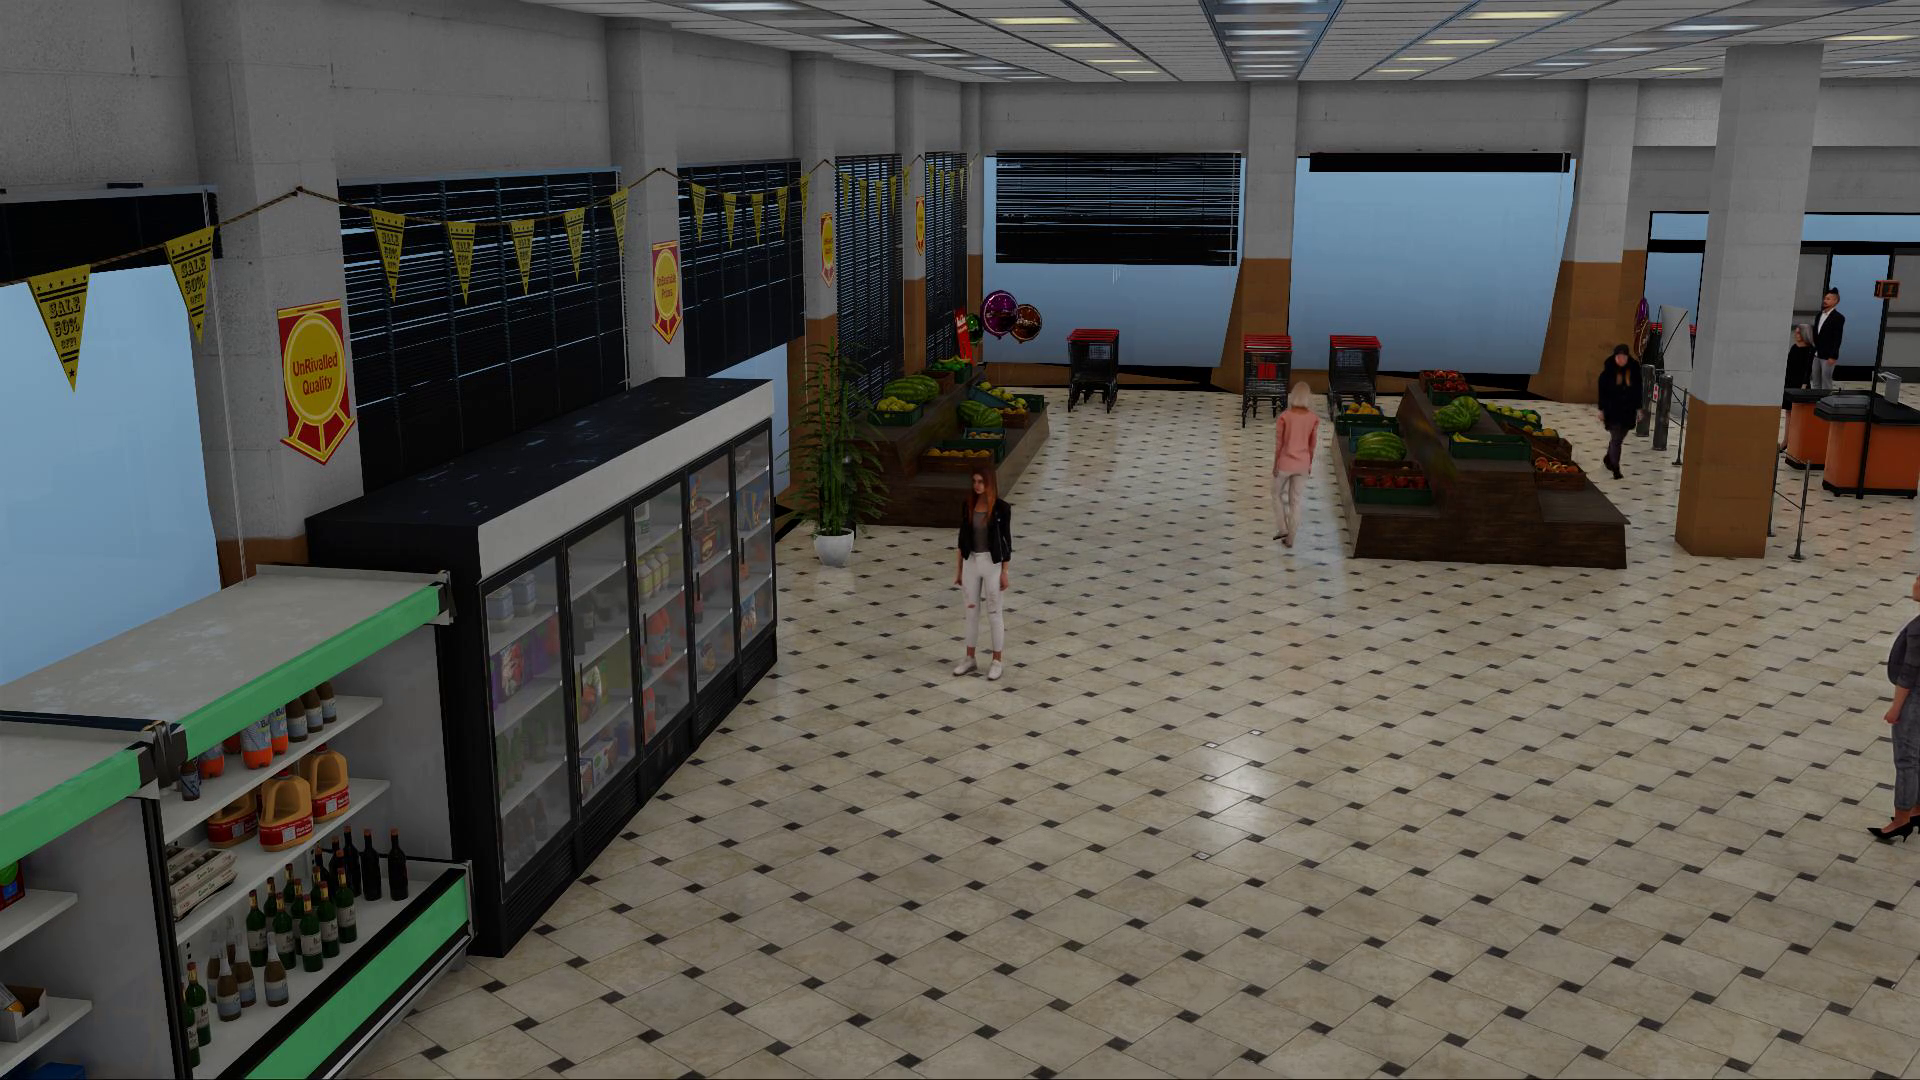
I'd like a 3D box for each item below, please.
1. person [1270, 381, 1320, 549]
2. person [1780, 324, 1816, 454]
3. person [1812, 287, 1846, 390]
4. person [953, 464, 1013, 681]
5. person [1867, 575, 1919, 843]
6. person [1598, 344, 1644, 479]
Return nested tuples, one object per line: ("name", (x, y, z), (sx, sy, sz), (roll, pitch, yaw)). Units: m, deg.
("person", (3.442, -0.753, 17.027), (0.682, 1.711, 0.673), (-2, 14, -7))
("person", (11.114, -2.006, 22.113), (0.739, 1.747, 0.626), (-3, 14, -12))
("person", (13.088, -2.843, 25.144), (0.846, 1.946, 0.687), (-3, 14, -12))
("person", (0.186, 0.230, 12.996), (0.651, 1.699, 0.598), (6, 15, 23))
("person", (5.738, 0.982, 9.939), (0.726, 1.679, 0.782), (-9, 16, -32))
("person", (8.168, -1.595, 20.647), (0.733, 1.640, 1.108), (1, 14, 2))
